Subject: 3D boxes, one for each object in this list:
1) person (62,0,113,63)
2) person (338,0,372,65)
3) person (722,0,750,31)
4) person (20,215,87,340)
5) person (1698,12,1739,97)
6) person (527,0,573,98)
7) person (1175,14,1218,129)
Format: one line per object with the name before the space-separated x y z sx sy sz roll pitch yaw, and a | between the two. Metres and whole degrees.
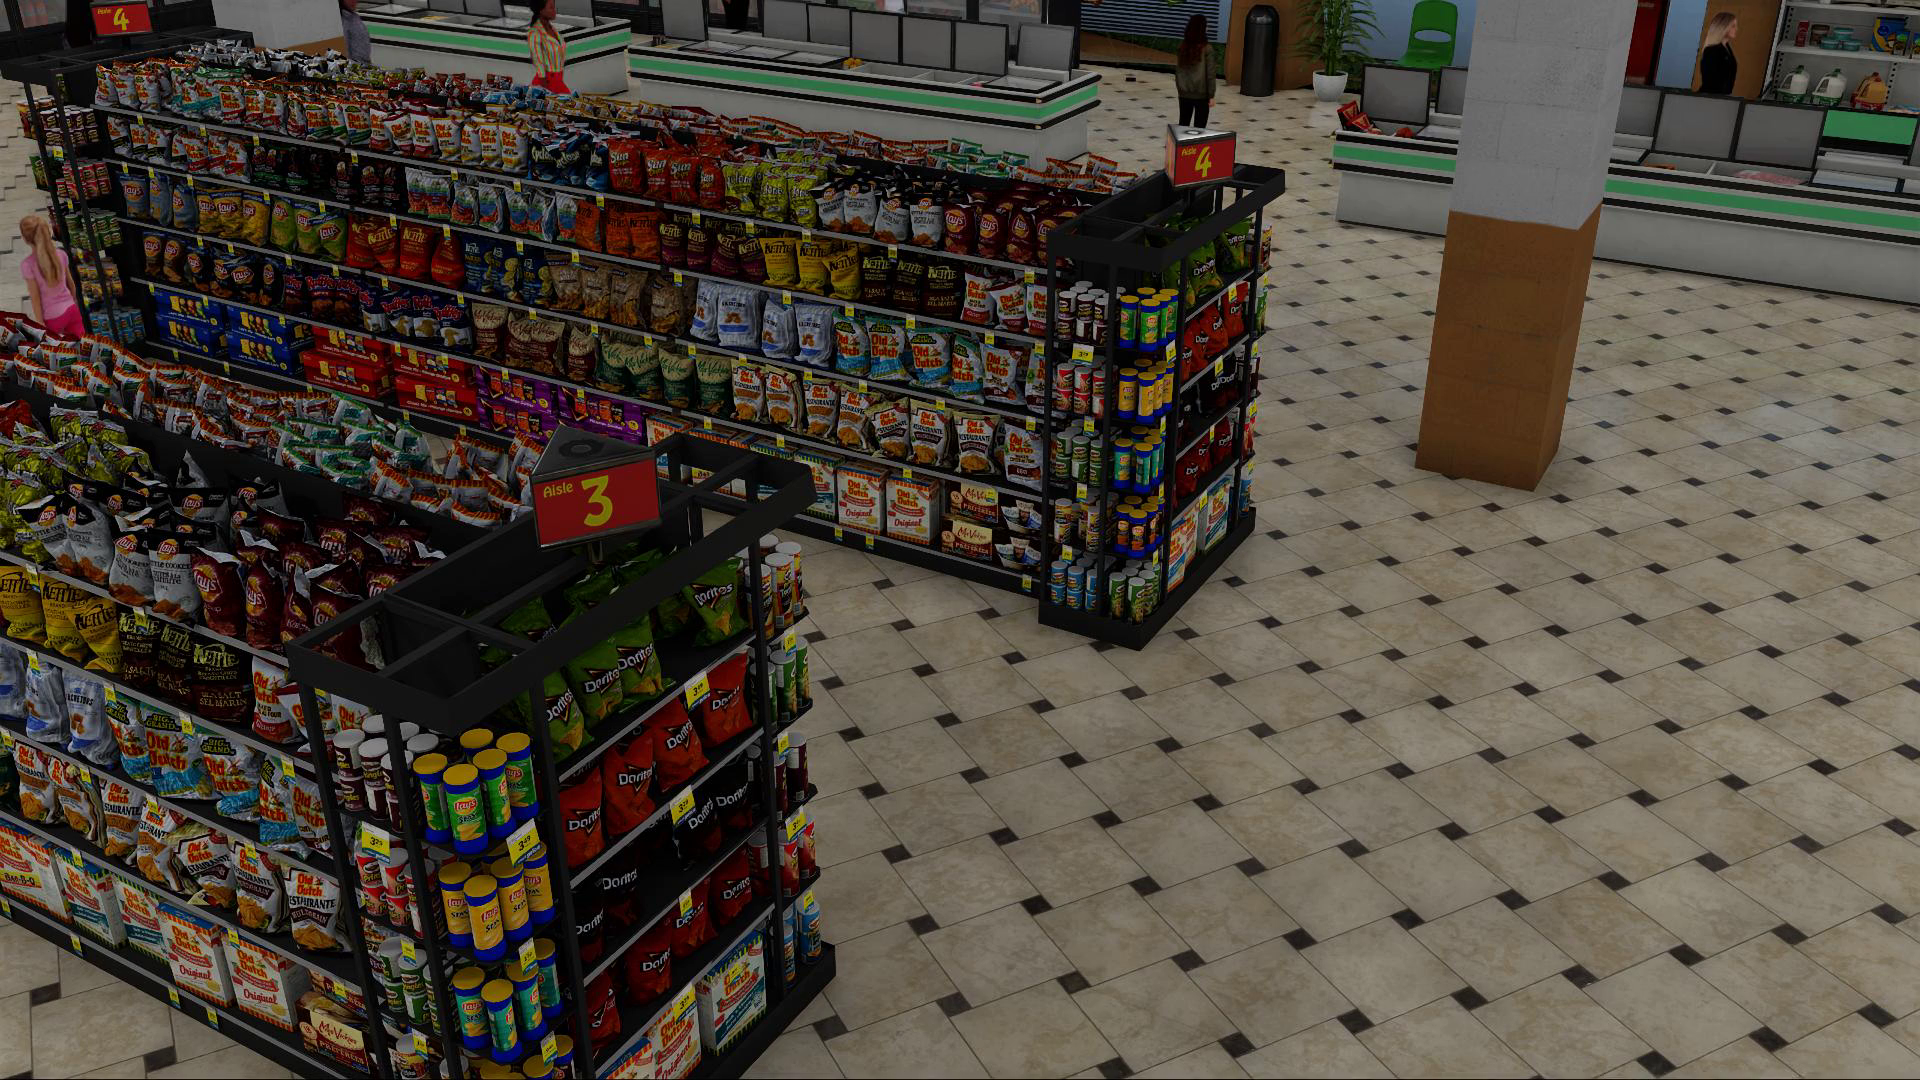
person | -8.017 -4.167 15.404 0.707 1.697 0.773 -5 27 -9
person | -5.733 -4.398 15.831 0.639 1.722 0.659 4 27 8
person | -2.723 -6.576 19.998 0.630 1.838 0.668 10 29 20
person | -5.622 -1.402 10.454 0.888 1.242 0.501 15 30 26
person | 6.503 -3.784 14.686 0.961 1.663 0.601 15 30 27
person | -3.777 -3.987 15.010 1.187 1.733 0.764 8 28 16
person | 2.221 -4.224 15.762 0.508 1.475 0.678 22 34 37
